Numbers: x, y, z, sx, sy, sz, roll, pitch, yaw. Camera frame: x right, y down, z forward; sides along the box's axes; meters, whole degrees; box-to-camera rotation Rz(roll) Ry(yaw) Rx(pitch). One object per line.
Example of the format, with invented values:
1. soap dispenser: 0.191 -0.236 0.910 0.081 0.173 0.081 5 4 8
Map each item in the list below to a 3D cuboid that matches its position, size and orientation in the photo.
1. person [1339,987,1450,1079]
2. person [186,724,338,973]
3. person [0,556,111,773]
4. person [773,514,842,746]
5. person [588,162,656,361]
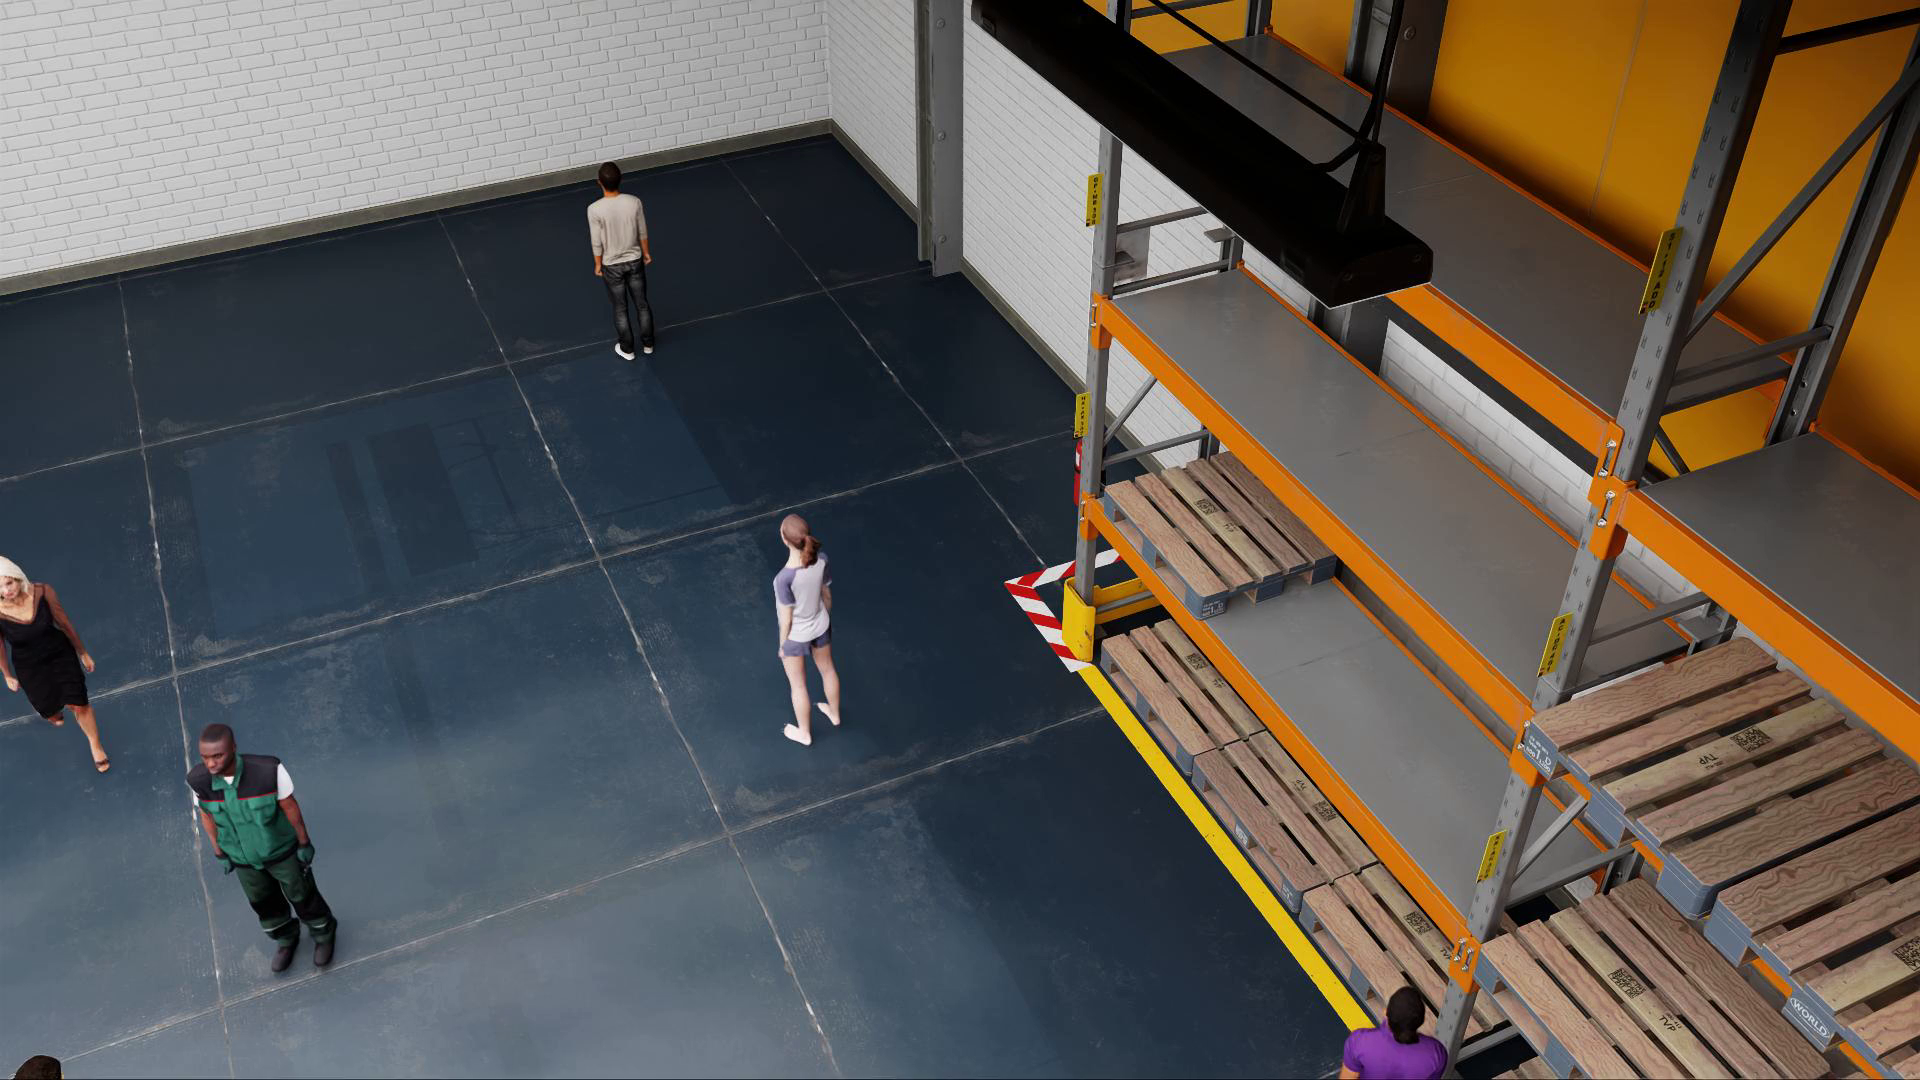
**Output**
1. person: 1.988 2.696 7.872 0.724 1.768 0.746 4 39 5
2. person: -3.812 1.667 9.104 0.752 1.839 0.721 -4 39 -5
3. person: -5.729 0.725 10.373 0.749 1.727 0.895 -28 47 -31
4. person: -0.981 0.569 10.538 0.644 1.766 0.638 -30 47 -32
5. person: -2.873 -2.377 14.190 0.643 1.812 0.538 -17 42 -20
